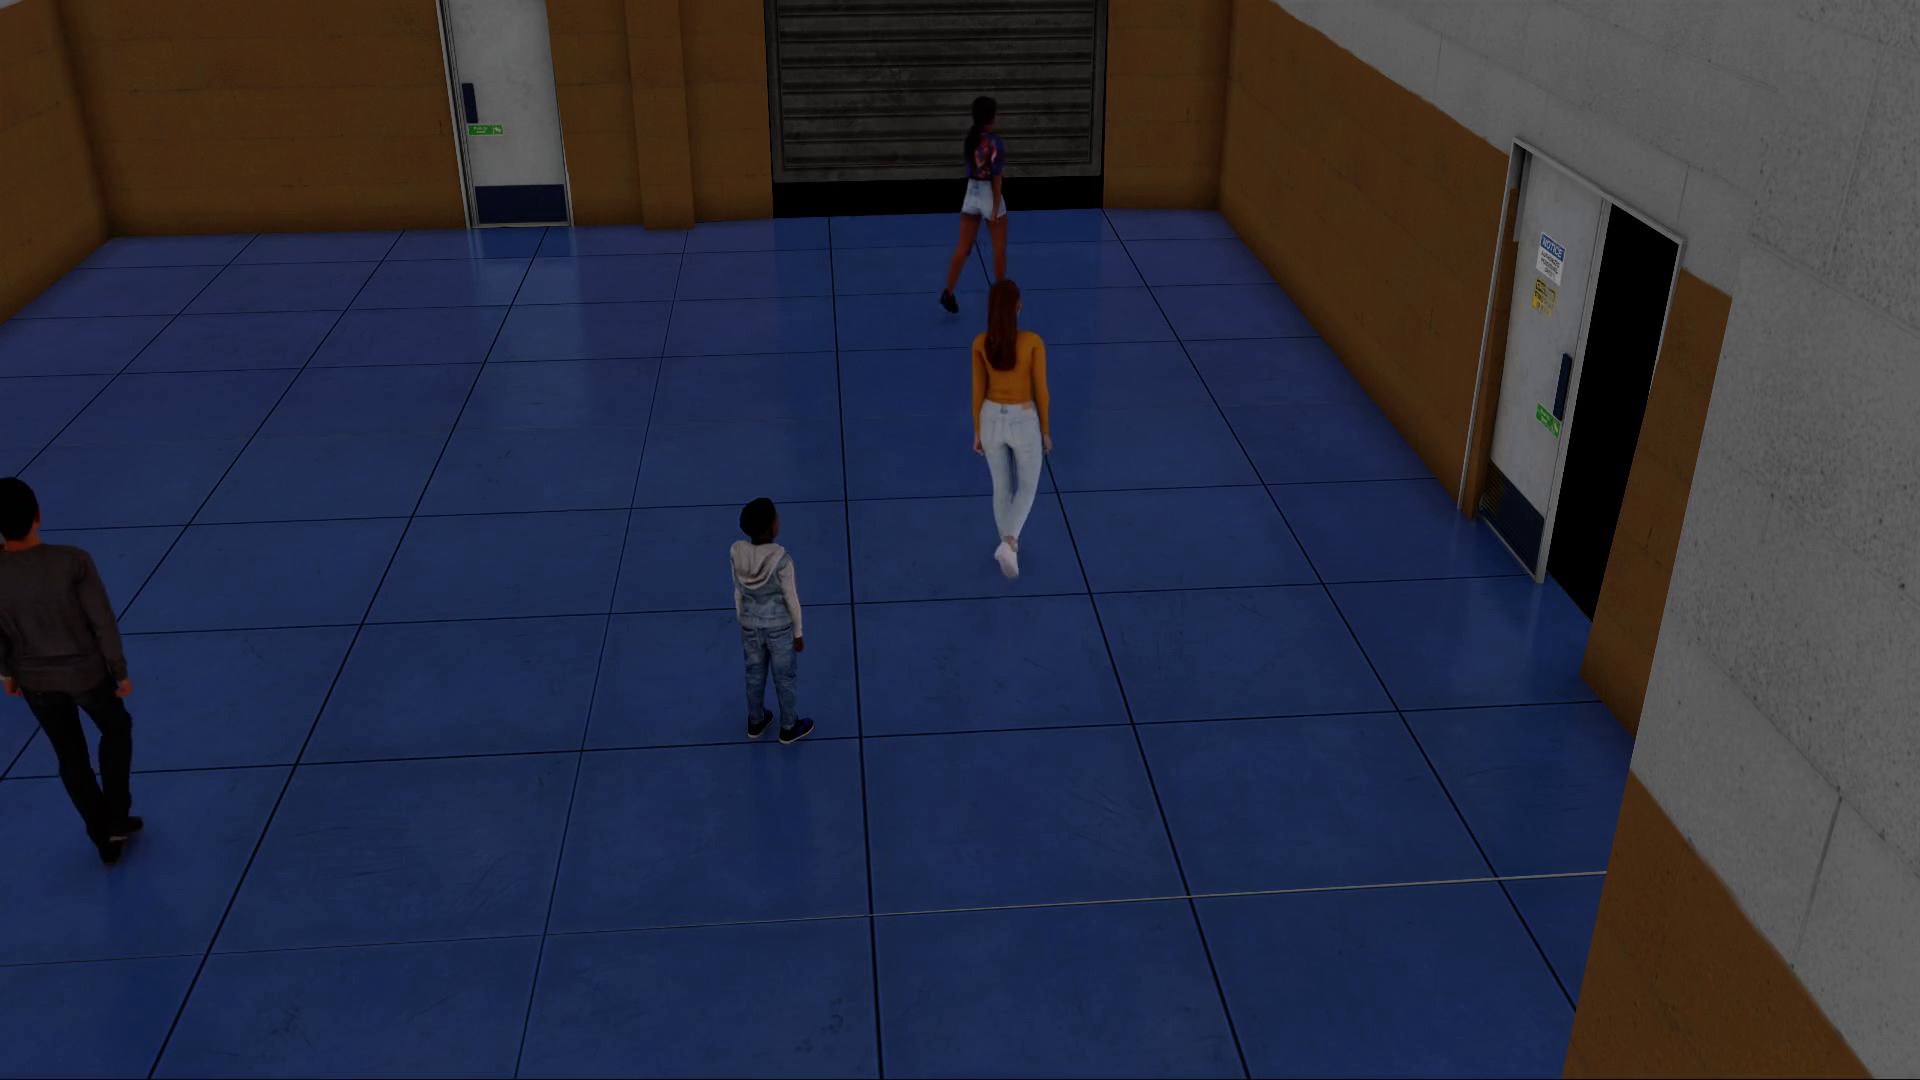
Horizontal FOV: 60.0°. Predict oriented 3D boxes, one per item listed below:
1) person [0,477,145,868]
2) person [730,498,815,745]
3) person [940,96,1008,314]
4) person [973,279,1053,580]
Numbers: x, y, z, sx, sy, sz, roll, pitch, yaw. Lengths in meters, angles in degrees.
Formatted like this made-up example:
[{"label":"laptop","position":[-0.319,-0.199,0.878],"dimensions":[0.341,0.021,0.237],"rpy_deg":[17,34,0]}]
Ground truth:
[{"label":"person","position":[-3.677,0.603,6.788],"dimensions":[0.605,1.761,0.783],"rpy_deg":[8,28,16]},{"label":"person","position":[-0.904,0.378,7.784],"dimensions":[0.536,1.261,0.618],"rpy_deg":[10,29,19]},{"label":"person","position":[0.113,-2.626,13.212],"dimensions":[1.091,1.711,1.118],"rpy_deg":[19,32,32]},{"label":"person","position":[0.265,-0.558,9.103],"dimensions":[0.918,1.739,0.820],"rpy_deg":[5,27,10]}]
